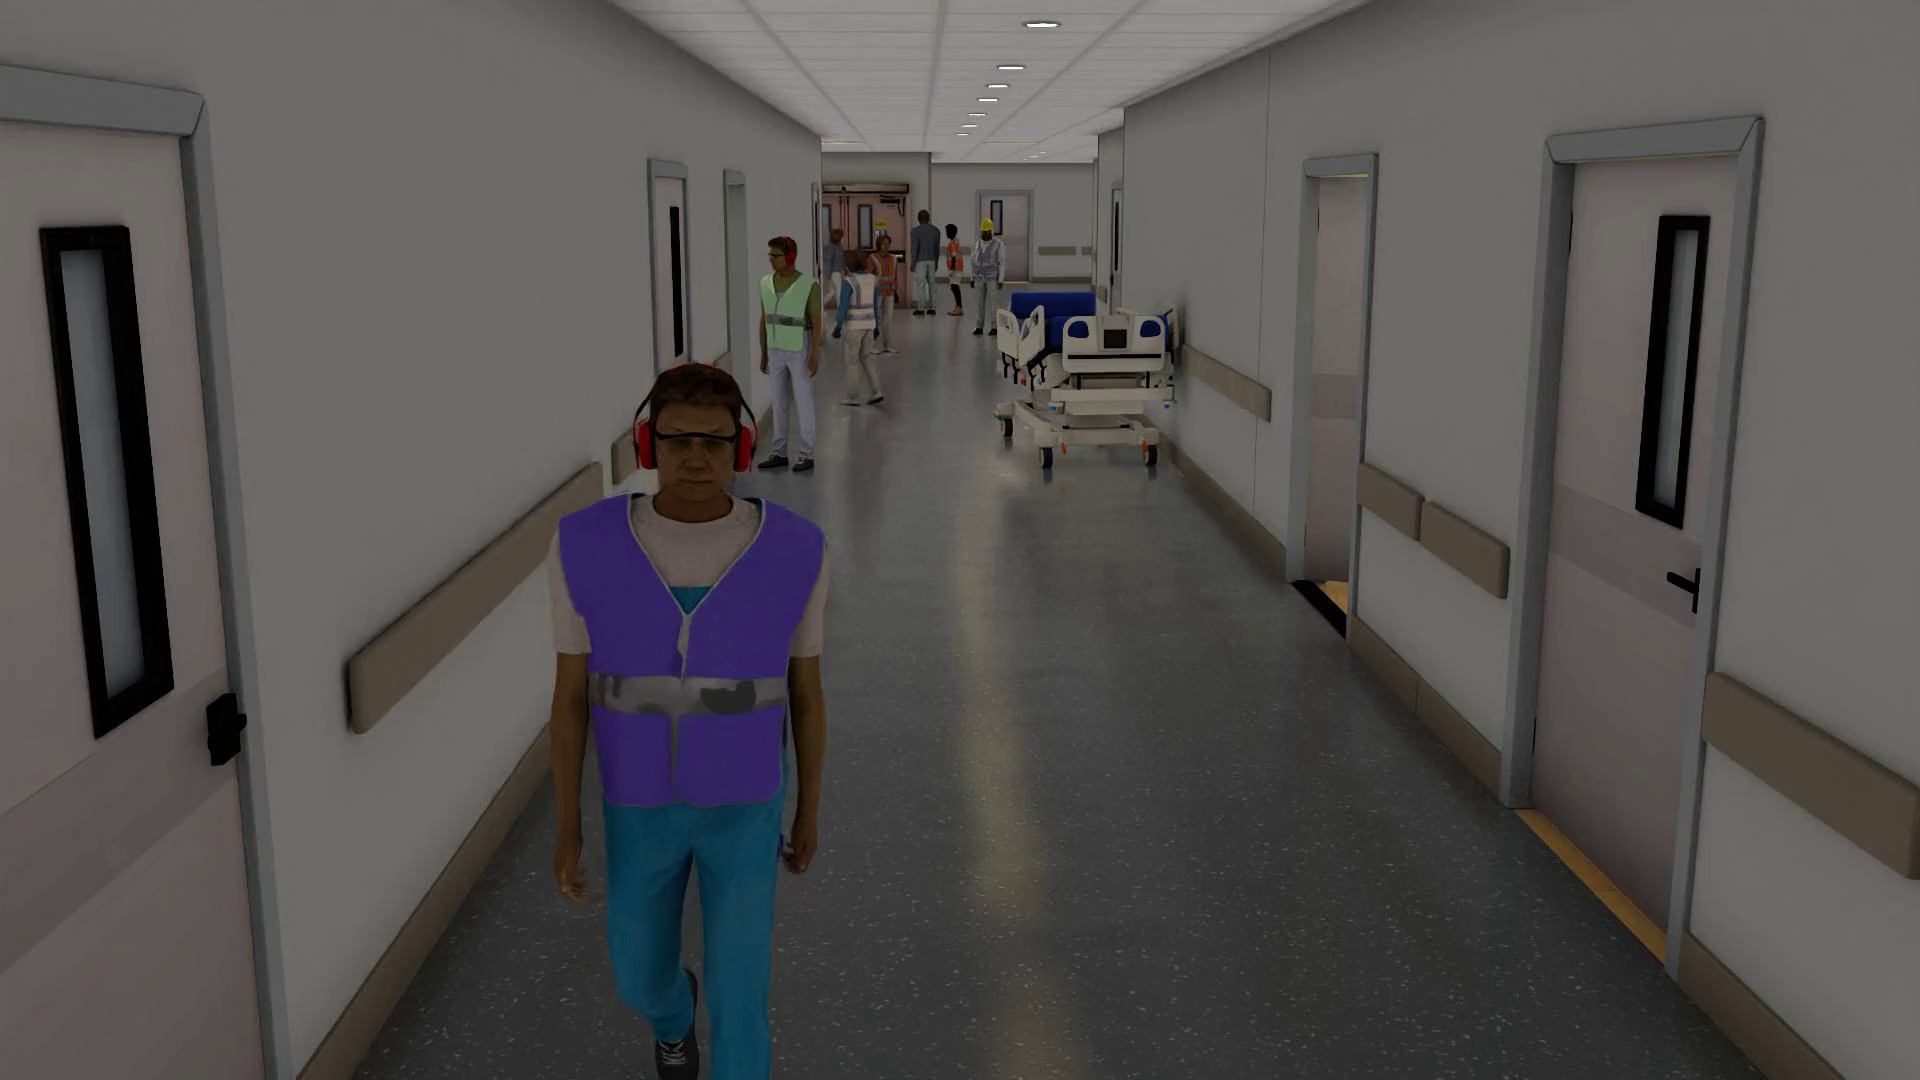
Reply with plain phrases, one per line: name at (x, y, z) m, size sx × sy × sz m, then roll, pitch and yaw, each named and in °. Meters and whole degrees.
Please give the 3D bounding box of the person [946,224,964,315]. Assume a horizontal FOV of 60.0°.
person at (-0.091, -4.982, 30.649) m, size 0.337 × 1.683 × 0.552 m, roll 1°, pitch 12°, yaw 3°

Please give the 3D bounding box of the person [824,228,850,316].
person at (-2.286, -4.854, 30.213) m, size 0.768 × 1.602 × 0.499 m, roll 4°, pitch 12°, yaw 17°

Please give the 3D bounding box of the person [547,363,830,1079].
person at (-0.551, 0.525, 3.483) m, size 0.570 × 1.825 × 0.777 m, roll -1°, pitch 12°, yaw -6°

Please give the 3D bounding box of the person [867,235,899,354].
person at (-1.067, -3.399, 23.038) m, size 0.515 × 1.641 × 0.314 m, roll -9°, pitch 15°, yaw -37°

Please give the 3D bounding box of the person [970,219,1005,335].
person at (0.421, -4.131, 26.169) m, size 0.590 × 1.824 × 0.403 m, roll 6°, pitch 13°, yaw 26°

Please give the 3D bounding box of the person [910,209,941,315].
person at (-0.653, -5.113, 30.665) m, size 0.630 × 1.938 × 0.372 m, roll -8°, pitch 14°, yaw -33°

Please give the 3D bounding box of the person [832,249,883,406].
person at (-1.056, -2.185, 17.163) m, size 0.361 × 1.630 × 0.539 m, roll 8°, pitch 14°, yaw 35°

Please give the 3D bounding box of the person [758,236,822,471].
person at (-1.333, -1.465, 13.131) m, size 0.564 × 1.838 × 0.389 m, roll 7°, pitch 14°, yaw 31°
